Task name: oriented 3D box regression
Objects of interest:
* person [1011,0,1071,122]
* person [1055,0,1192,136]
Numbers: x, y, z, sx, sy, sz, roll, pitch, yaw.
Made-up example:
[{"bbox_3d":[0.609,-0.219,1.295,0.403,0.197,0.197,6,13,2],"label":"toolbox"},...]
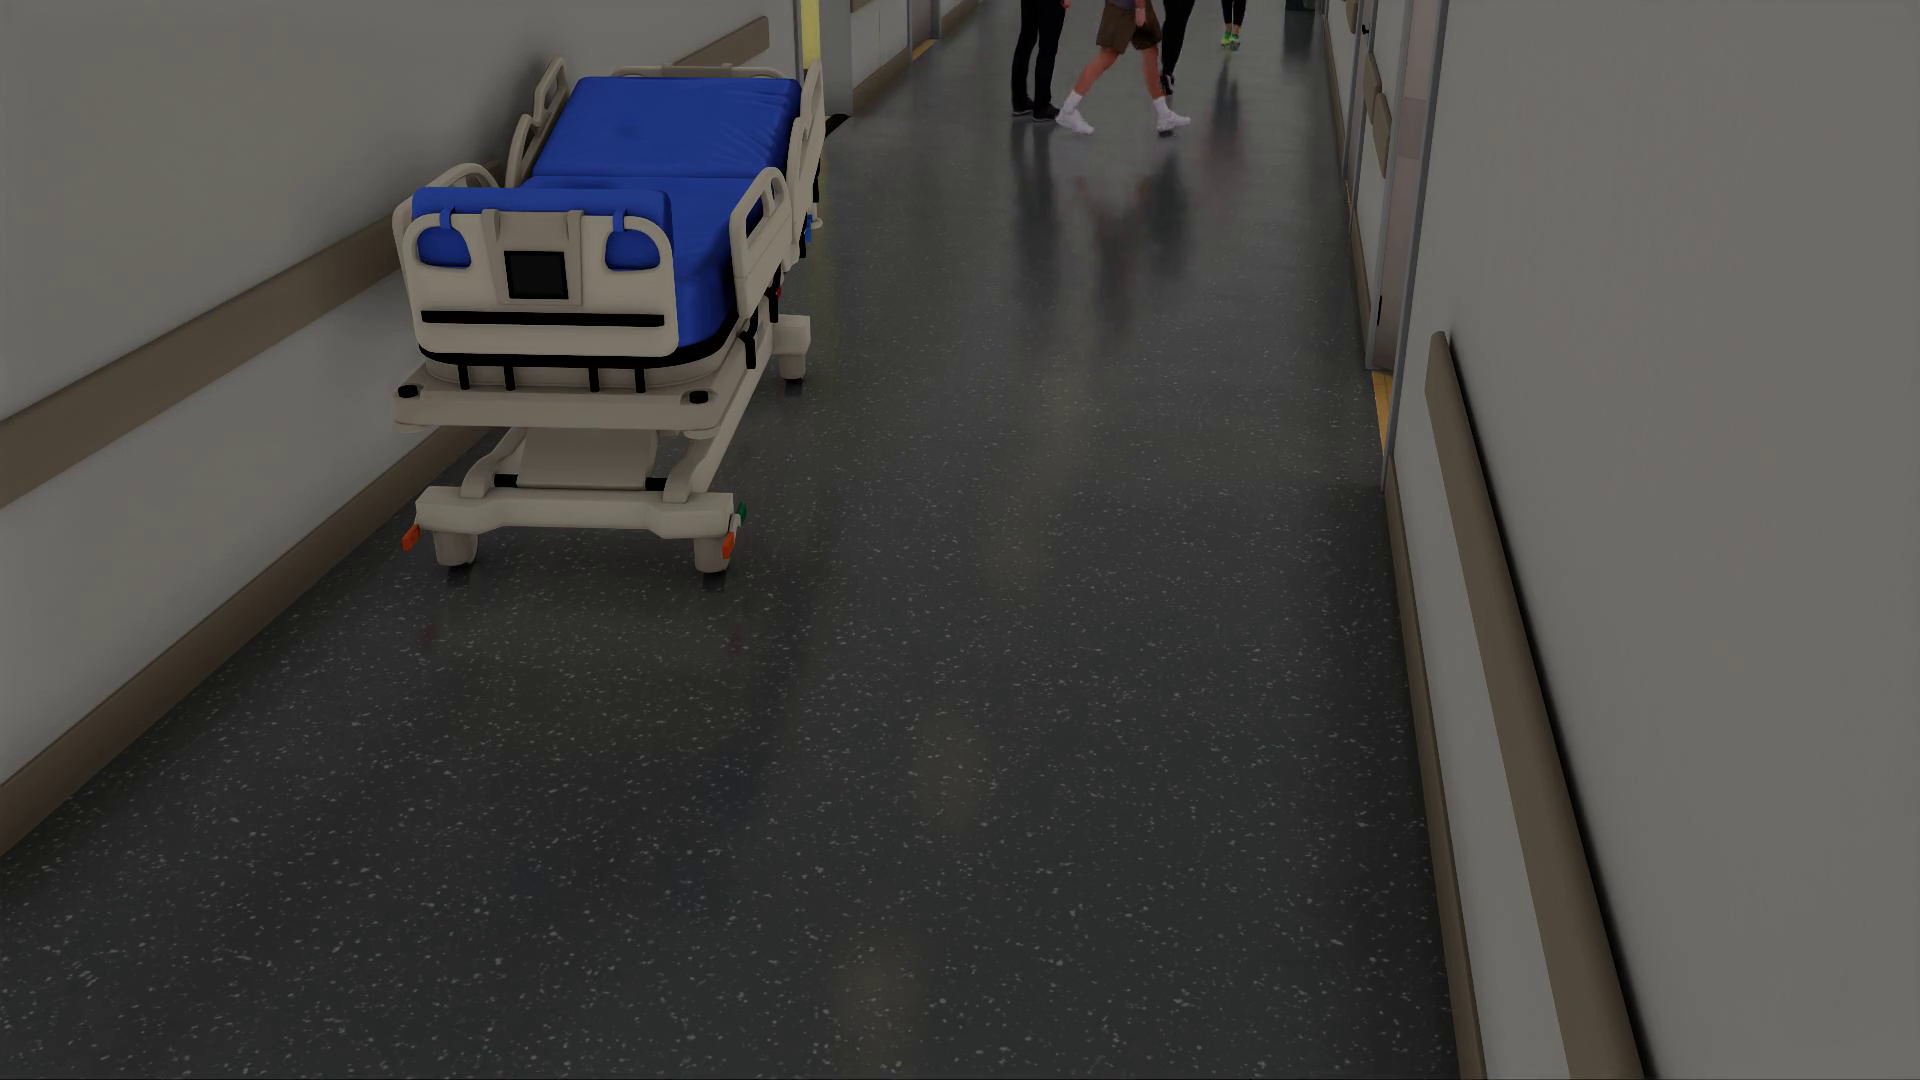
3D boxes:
[{"bbox_3d":[0.563,-3.908,11.688,0.777,1.839,0.707,-18,31,-33],"label":"person"},{"bbox_3d":[1.026,-3.581,11.151,1.319,1.770,0.984,-4,26,-7],"label":"person"}]
